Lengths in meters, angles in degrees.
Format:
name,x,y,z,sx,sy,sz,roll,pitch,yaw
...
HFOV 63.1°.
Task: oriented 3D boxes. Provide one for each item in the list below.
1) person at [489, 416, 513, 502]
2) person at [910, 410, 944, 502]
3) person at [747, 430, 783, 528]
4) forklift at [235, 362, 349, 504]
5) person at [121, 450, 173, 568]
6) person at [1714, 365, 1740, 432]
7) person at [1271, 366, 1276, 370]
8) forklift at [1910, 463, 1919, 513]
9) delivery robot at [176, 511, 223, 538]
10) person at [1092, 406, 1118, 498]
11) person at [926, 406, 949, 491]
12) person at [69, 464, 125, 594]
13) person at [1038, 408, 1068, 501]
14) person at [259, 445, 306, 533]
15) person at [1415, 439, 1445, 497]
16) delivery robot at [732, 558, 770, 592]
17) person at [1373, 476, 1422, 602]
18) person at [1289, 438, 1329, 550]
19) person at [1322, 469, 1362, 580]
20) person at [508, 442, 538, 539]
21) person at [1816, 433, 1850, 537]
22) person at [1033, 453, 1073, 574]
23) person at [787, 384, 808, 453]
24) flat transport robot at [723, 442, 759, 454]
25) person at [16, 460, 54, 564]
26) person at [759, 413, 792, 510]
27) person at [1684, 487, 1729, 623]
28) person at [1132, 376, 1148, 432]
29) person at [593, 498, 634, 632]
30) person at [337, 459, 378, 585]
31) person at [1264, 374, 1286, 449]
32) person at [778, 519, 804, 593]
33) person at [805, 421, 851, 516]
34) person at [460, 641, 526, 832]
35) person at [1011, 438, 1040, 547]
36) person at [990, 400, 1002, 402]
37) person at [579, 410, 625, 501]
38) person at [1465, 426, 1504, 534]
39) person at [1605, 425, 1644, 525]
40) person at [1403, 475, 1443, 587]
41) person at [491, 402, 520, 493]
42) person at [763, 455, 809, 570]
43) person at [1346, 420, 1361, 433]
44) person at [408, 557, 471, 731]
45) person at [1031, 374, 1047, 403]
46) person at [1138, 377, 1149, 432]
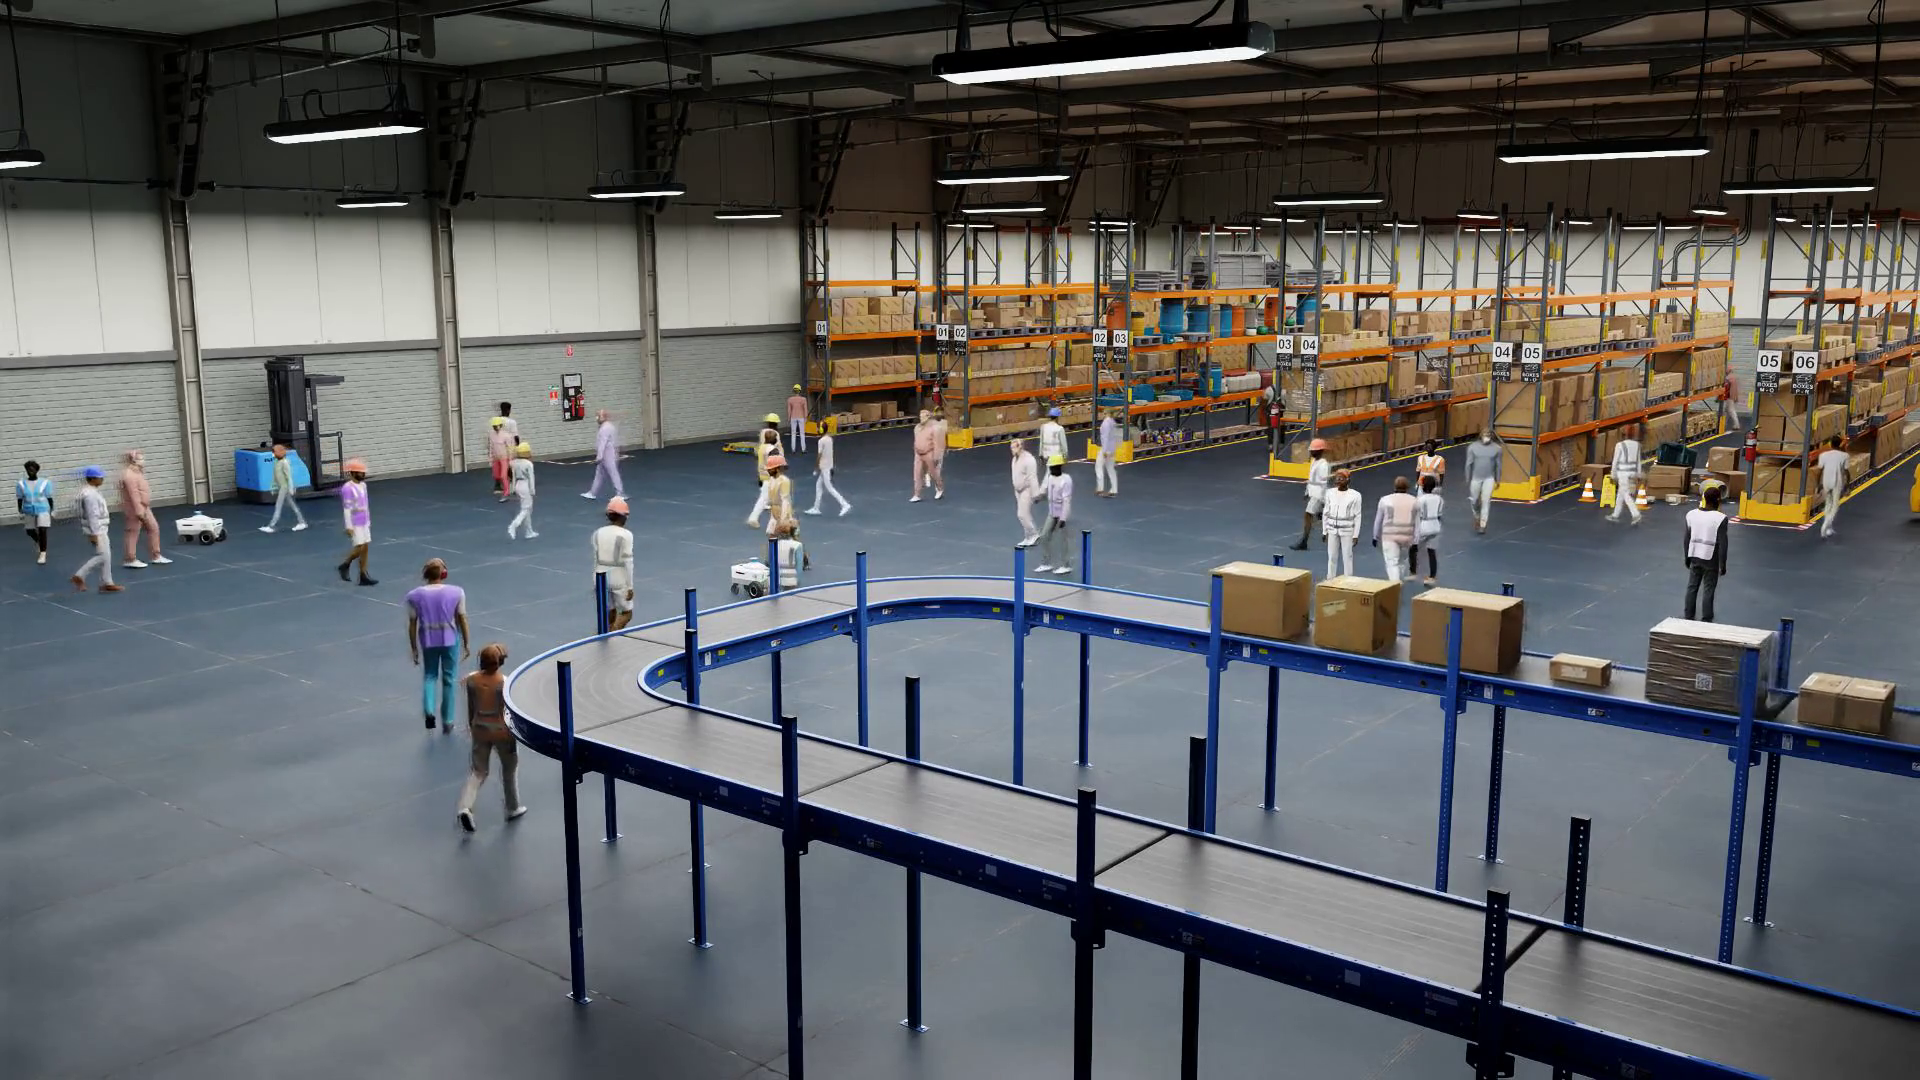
name,x,y,z,sx,sy,sz,roll,pitch,yaw
person,-9.326,-1.667,31.917,0.537,1.741,0.516,4,11,22
person,-0.667,-1.741,31.987,0.652,1.872,0.923,7,12,34
person,-3.537,-1.130,28.784,0.951,1.802,0.626,-5,11,-26
forklift,-13.803,-2.244,32.110,1.129,2.768,1.873,8,13,37
person,-12.977,-0.490,24.921,0.793,1.874,0.667,-2,10,-14
person,22.110,-4.093,45.110,0.644,1.912,0.996,-9,13,-41
person,9.913,-4.676,49.213,0.401,1.619,0.531,-10,14,-44
forklift,19.034,-1.348,28.998,2.313,2.155,1.214,8,13,37
delivery robot,-13.220,-0.254,27.188,0.707,0.478,0.477,1,10,3
person,3.033,-1.830,32.470,0.632,1.885,0.716,6,11,29
person,-0.520,-1.982,33.501,0.517,1.837,0.863,-7,12,-33
person,-12.678,-0.147,22.874,0.587,1.930,0.611,-4,11,-21
person,1.908,-1.762,32.060,1.012,1.899,0.634,-9,14,-42
person,-12.254,-0.926,28.201,0.869,1.579,0.524,-9,14,-42
person,8.456,-0.979,28.198,0.539,1.696,0.317,8,13,37
delivery robot,-3.017,0.503,22.928,0.707,0.478,0.477,8,13,37
person,6.288,-0.005,22.433,0.623,1.807,0.896,0,10,-2
person,6.107,-0.786,26.526,0.926,1.909,0.541,0,10,0
person,5.528,-0.101,22.736,0.581,1.882,0.351,8,13,37
person,-7.712,-0.859,27.480,0.489,1.722,0.716,6,12,32
person,15.435,-0.959,27.675,0.785,1.852,0.522,-9,14,-42
person,1.457,-0.395,24.344,0.722,1.904,0.588,-7,12,-35
person,-4.133,-3.086,39.882,0.522,1.763,0.320,1,10,3
flat transport robot,-5.364,-2.375,40.186,1.431,0.197,0.652,8,13,37
person,-15.027,-0.485,25.474,0.540,1.678,0.666,-3,10,-16
person,-3.633,-1.555,30.895,0.902,1.887,0.594,-7,12,-33
person,9.834,0.252,20.654,0.373,1.914,0.596,-6,12,-29
person,4.762,-3.460,41.799,0.541,1.822,0.759,7,12,33
person,-4.197,0.515,18.902,0.623,2.014,0.683,5,11,28
person,-9.084,-0.266,23.541,0.496,1.925,0.573,2,10,10
person,8.303,-3.389,40.917,0.688,2.000,1.002,4,11,21
person,-2.127,0.526,19.949,0.544,1.599,0.817,6,12,32
person,-2.540,-1.380,30.110,0.940,1.833,0.529,3,10,16
person,-4.041,1.682,13.436,0.514,1.617,0.724,2,10,13
person,1.100,-0.807,26.729,0.477,1.875,0.668,-4,11,-24
person,1.061,-4.252,46.005,0.727,1.910,0.569,-5,11,-28
person,-7.294,-1.700,31.767,0.957,1.860,0.663,-2,10,-13
person,9.477,-1.112,28.311,0.638,1.923,0.742,4,11,20
person,12.435,-1.212,29.090,0.597,1.858,0.901,-5,11,-24
person,6.969,-0.147,23.588,0.550,1.668,0.680,-5,11,-25
person,-9.624,-1.971,33.193,0.591,1.907,0.985,5,11,28
person,-2.770,-0.407,24.506,1.031,1.880,0.568,-8,13,-39
person,10.263,-3.365,40.774,0.495,2.003,0.659,0,10,-1
person,-5.380,1.084,16.208,0.575,1.830,0.433,-2,10,-9
person,2.425,-4.645,48.588,0.947,1.791,0.584,-9,14,-42
person,5.177,-3.805,44.281,0.505,1.633,0.279,8,13,37
